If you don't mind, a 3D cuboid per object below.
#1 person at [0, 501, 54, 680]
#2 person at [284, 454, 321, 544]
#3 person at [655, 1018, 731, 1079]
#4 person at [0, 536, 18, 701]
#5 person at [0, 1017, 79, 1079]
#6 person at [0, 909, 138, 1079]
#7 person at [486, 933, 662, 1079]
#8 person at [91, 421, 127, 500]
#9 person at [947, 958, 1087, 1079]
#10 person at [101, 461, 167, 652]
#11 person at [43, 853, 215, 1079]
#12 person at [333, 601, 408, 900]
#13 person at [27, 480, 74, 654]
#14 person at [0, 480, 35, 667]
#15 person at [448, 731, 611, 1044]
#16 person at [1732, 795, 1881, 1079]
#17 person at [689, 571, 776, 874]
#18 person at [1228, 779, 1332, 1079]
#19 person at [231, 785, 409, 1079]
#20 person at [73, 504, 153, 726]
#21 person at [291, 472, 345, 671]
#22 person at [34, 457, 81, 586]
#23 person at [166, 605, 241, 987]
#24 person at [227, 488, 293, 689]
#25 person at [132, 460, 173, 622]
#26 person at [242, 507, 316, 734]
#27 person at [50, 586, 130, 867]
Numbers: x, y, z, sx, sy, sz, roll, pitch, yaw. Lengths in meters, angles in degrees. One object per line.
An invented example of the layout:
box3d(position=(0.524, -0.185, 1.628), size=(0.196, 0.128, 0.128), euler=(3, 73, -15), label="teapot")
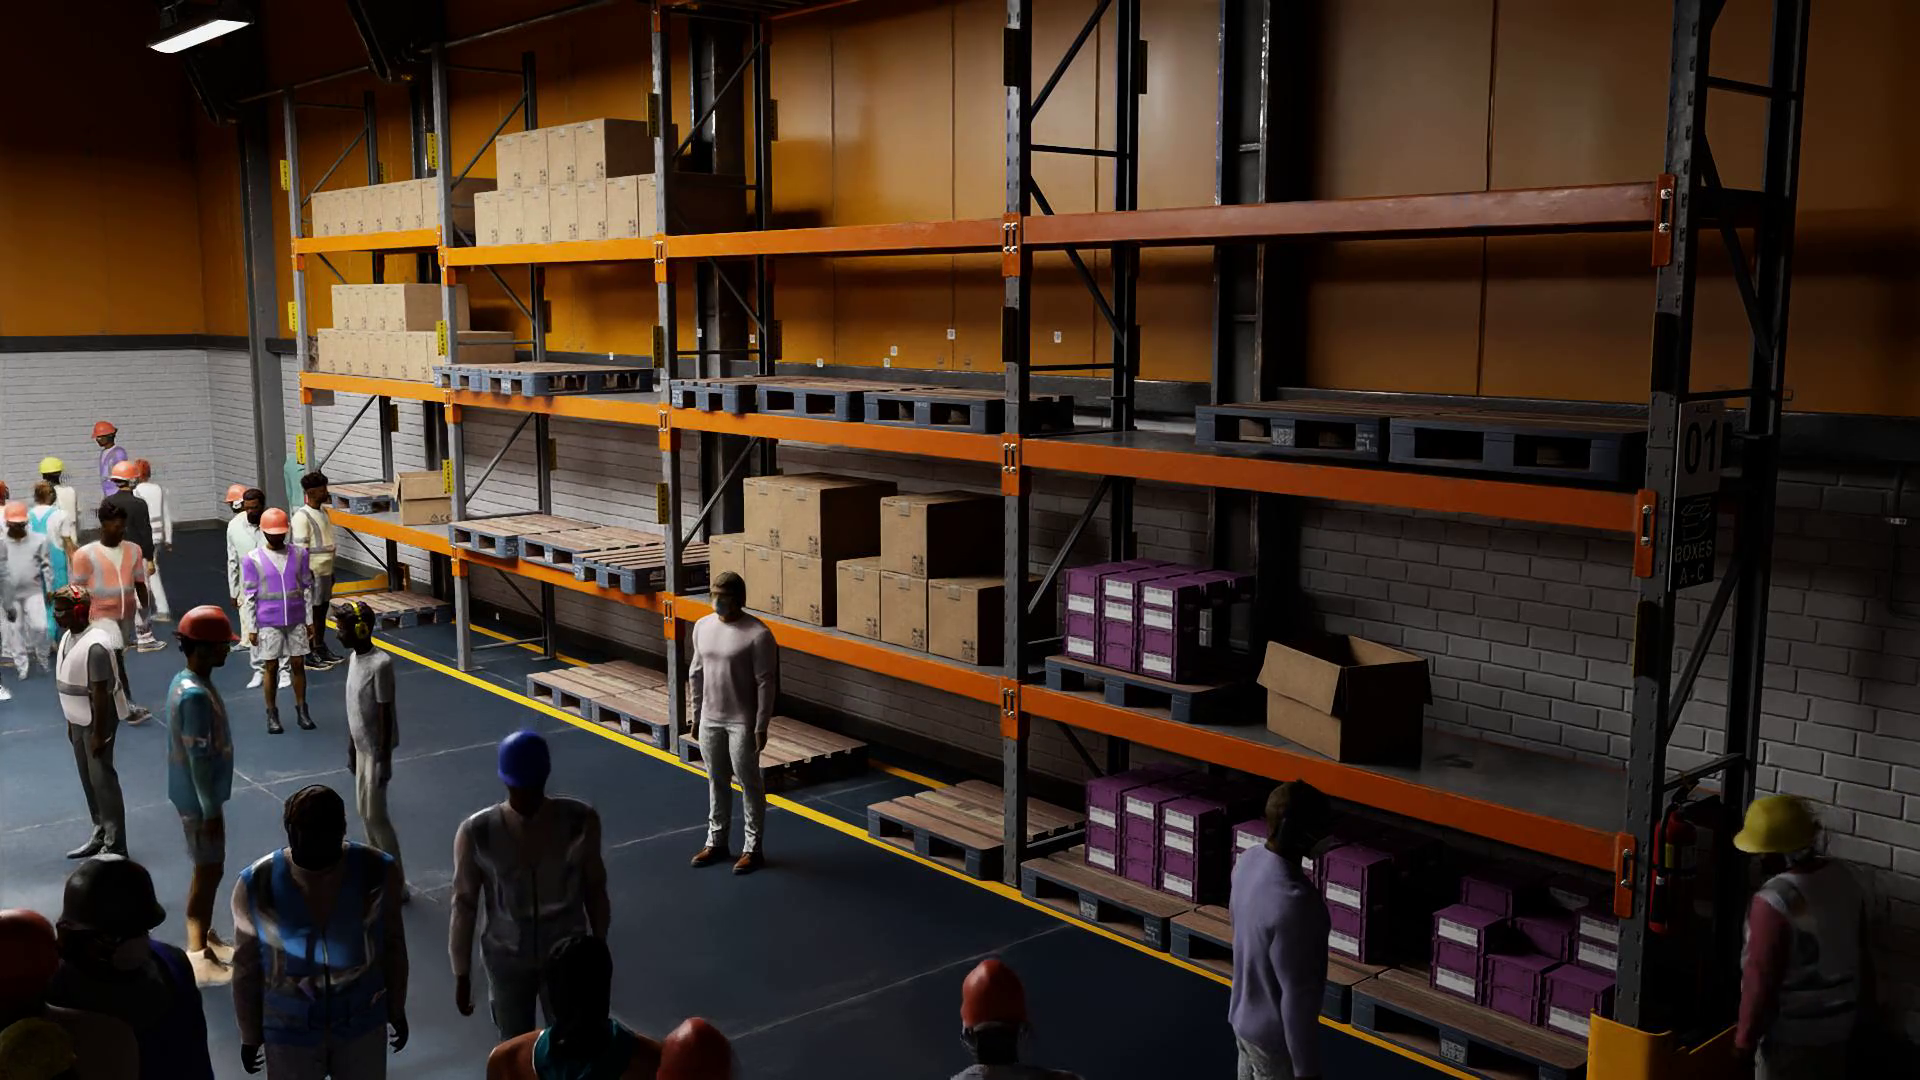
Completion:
box3d(position=(-9.003, 0.496, 15.945), size=(0.577, 1.734, 0.476), euler=(-5, 10, -32), label="person")
box3d(position=(-8.463, -0.412, 21.577), size=(0.629, 1.936, 0.373), euler=(4, 9, 27), label="person")
box3d(position=(-0.719, 2.150, 4.504), size=(0.578, 1.712, 0.733), euler=(-3, 9, -23), label="person")
box3d(position=(-8.843, 0.590, 14.865), size=(0.724, 1.859, 0.849), euler=(-4, 9, -28), label="person")
box3d(position=(-2.478, 2.143, 4.523), size=(0.487, 1.737, 0.322), euler=(2, 8, 12), label="person")
box3d(position=(-2.628, 1.991, 4.712), size=(0.620, 1.986, 0.410), euler=(-3, 9, -22), label="person")
box3d(position=(-1.046, 2.024, 4.688), size=(0.596, 1.920, 0.380), euler=(1, 8, 4), label="person")
box3d(position=(-11.508, -0.599, 22.565), size=(0.612, 2.030, 0.409), euler=(7, 11, 39), label="person")
box3d(position=(0.132, 2.099, 4.867), size=(0.564, 1.722, 0.812), euler=(0, 8, 1), label="person")
box3d(position=(-8.619, 0.173, 17.294), size=(0.615, 1.997, 0.373), euler=(3, 9, 19), label="person")
box3d(position=(-2.479, 1.919, 5.004), size=(0.536, 2.000, 0.688), euler=(3, 9, 19), label="person")
box3d(position=(-3.577, 1.288, 10.072), size=(0.338, 1.859, 0.527), euler=(-7, 11, -40), label="person")
box3d(position=(-9.419, 0.300, 17.120), size=(0.533, 1.802, 0.663), euler=(0, 8, -3), label="person")
box3d(position=(-9.544, 0.326, 16.622), size=(0.361, 1.884, 0.574), euler=(2, 8, 15), label="person")
box3d(position=(-1.738, 1.726, 6.765), size=(0.659, 1.912, 0.835), euler=(-2, 9, -16), label="person")
box3d(position=(3.264, 1.844, 6.423), size=(0.692, 1.783, 0.454), euler=(-5, 9, -29), label="person")
box3d(position=(-1.468, 1.157, 10.657), size=(0.631, 1.940, 0.372), euler=(4, 9, 27), label="person")
box3d(position=(1.171, 1.818, 6.083), size=(0.370, 1.934, 0.627), euler=(-1, 8, -8), label="person")
box3d(position=(-2.410, 1.829, 6.311), size=(0.633, 1.846, 0.429), euler=(-4, 9, -25), label="person")
box3d(position=(-7.329, 0.630, 14.438), size=(1.042, 1.903, 0.608), euler=(5, 10, 32), label="person")
box3d(position=(-6.376, 0.301, 16.508), size=(0.361, 1.964, 0.614), euler=(0, 8, 1), label="person")
box3d(position=(-10.091, 0.027, 18.585), size=(0.412, 1.913, 0.617), euler=(2, 9, 17), label="person")
box3d(position=(-4.033, 1.361, 8.937), size=(0.403, 2.031, 0.621), euler=(-4, 9, -24), label="person")
box3d(position=(-6.574, 0.452, 15.683), size=(0.603, 1.906, 0.411), euler=(-1, 8, -9), label="person")
box3d(position=(-9.392, 0.001, 19.044), size=(0.968, 1.835, 0.580), euler=(4, 9, 23), label="person")
box3d(position=(-5.736, 0.677, 14.054), size=(0.549, 1.925, 0.384), euler=(-6, 10, -37), label="person")
box3d(position=(-5.620, 1.193, 10.781), size=(0.560, 1.837, 0.388), euler=(7, 11, 42), label="person")
